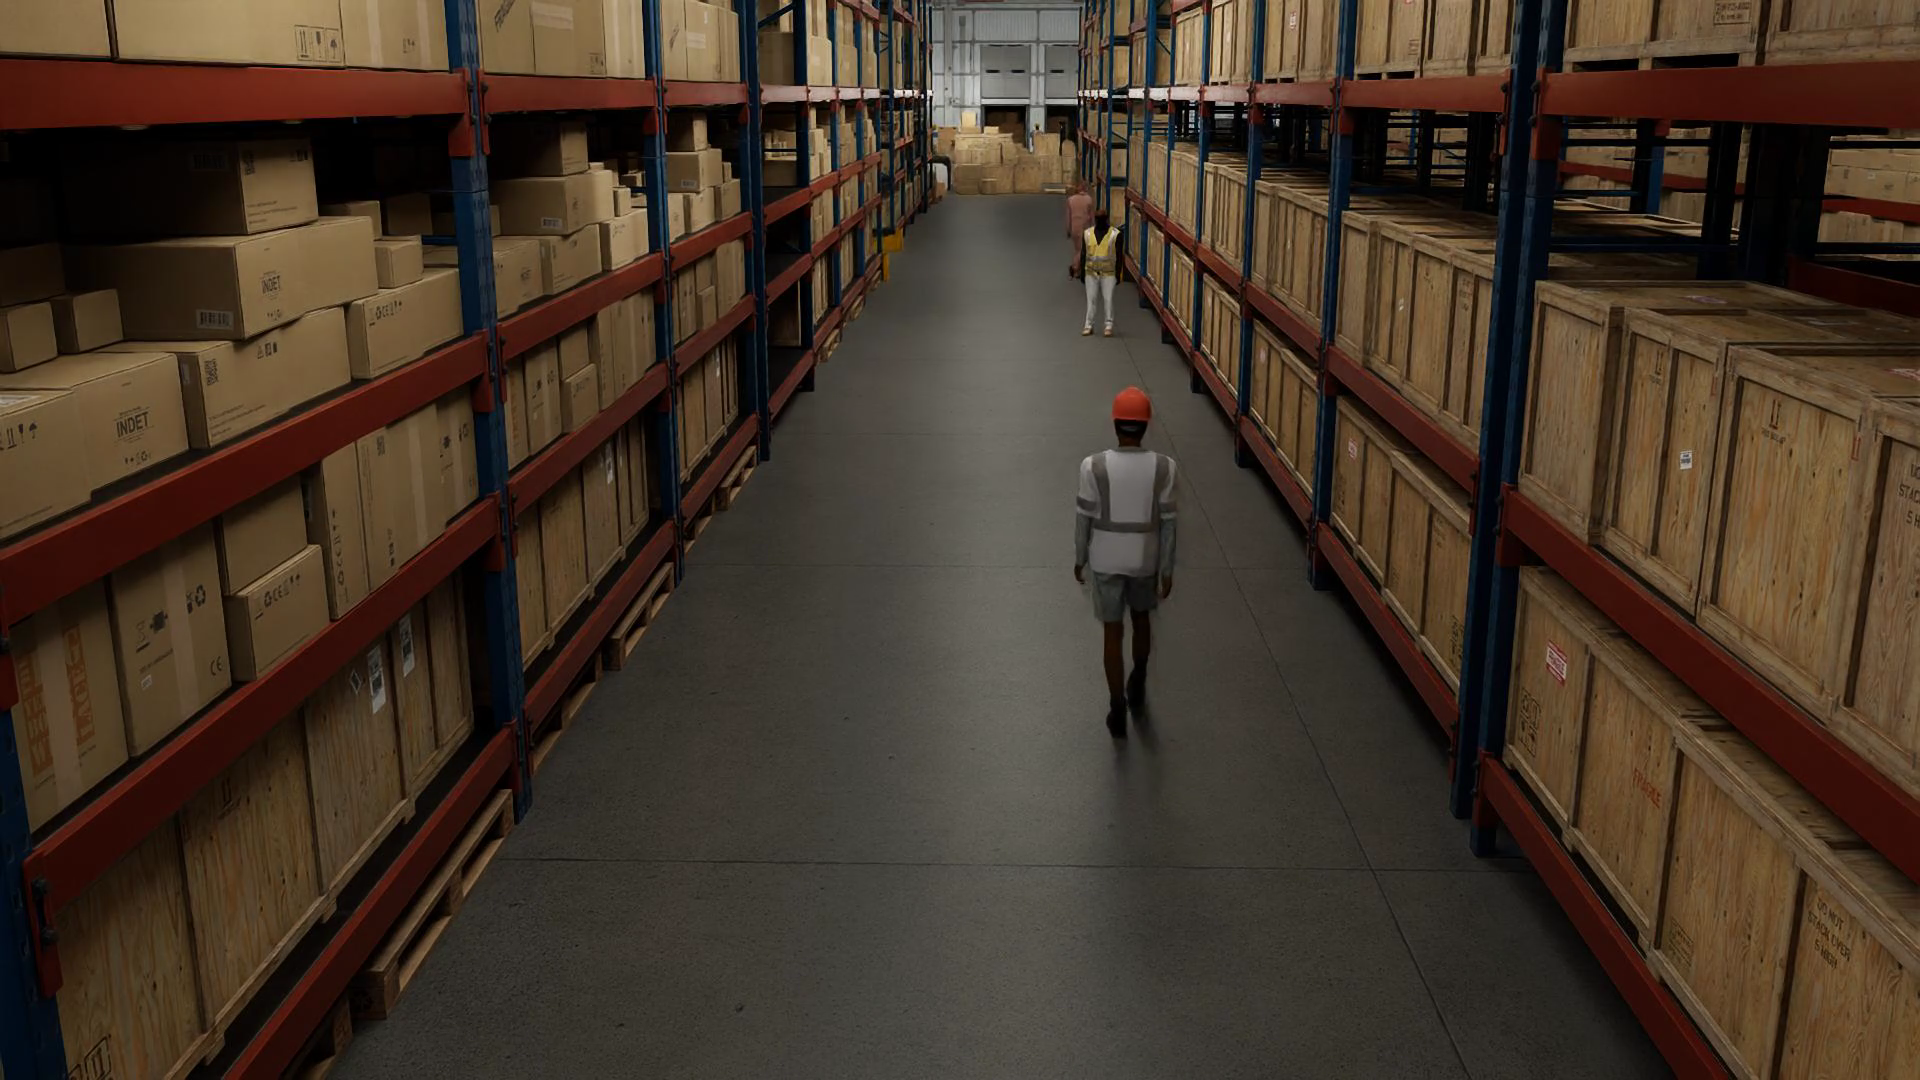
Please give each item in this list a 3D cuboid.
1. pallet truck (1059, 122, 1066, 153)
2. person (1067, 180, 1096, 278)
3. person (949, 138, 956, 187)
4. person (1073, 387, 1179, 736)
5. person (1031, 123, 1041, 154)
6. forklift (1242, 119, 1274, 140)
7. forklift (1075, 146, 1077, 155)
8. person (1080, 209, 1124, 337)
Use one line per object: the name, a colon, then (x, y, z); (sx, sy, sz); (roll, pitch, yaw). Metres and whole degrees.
pallet truck: (5.788, -21.111, 88.014); (1.885, 1.965, 0.823); (5, 16, 18)
person: (2.281, -5.885, 31.585); (0.668, 1.886, 0.716); (12, 19, 39)
person: (-0.109, -14.296, 63.018); (0.814, 1.810, 0.618); (-7, 16, -23)
person: (0.911, 0.084, 9.335); (0.547, 1.907, 0.842); (-1, 15, -3)
person: (4.029, -20.980, 87.686); (0.587, 1.922, 0.389); (10, 18, 33)
forklift: (7.559, -9.449, 42.948); (1.129, 2.768, 1.873); (-7, 16, -23)
forklift: (5.784, -18.123, 75.220); (1.129, 2.768, 1.873); (-1, 15, -5)
person: (2.042, -3.879, 24.198); (0.635, 1.840, 0.429); (5, 16, 19)
